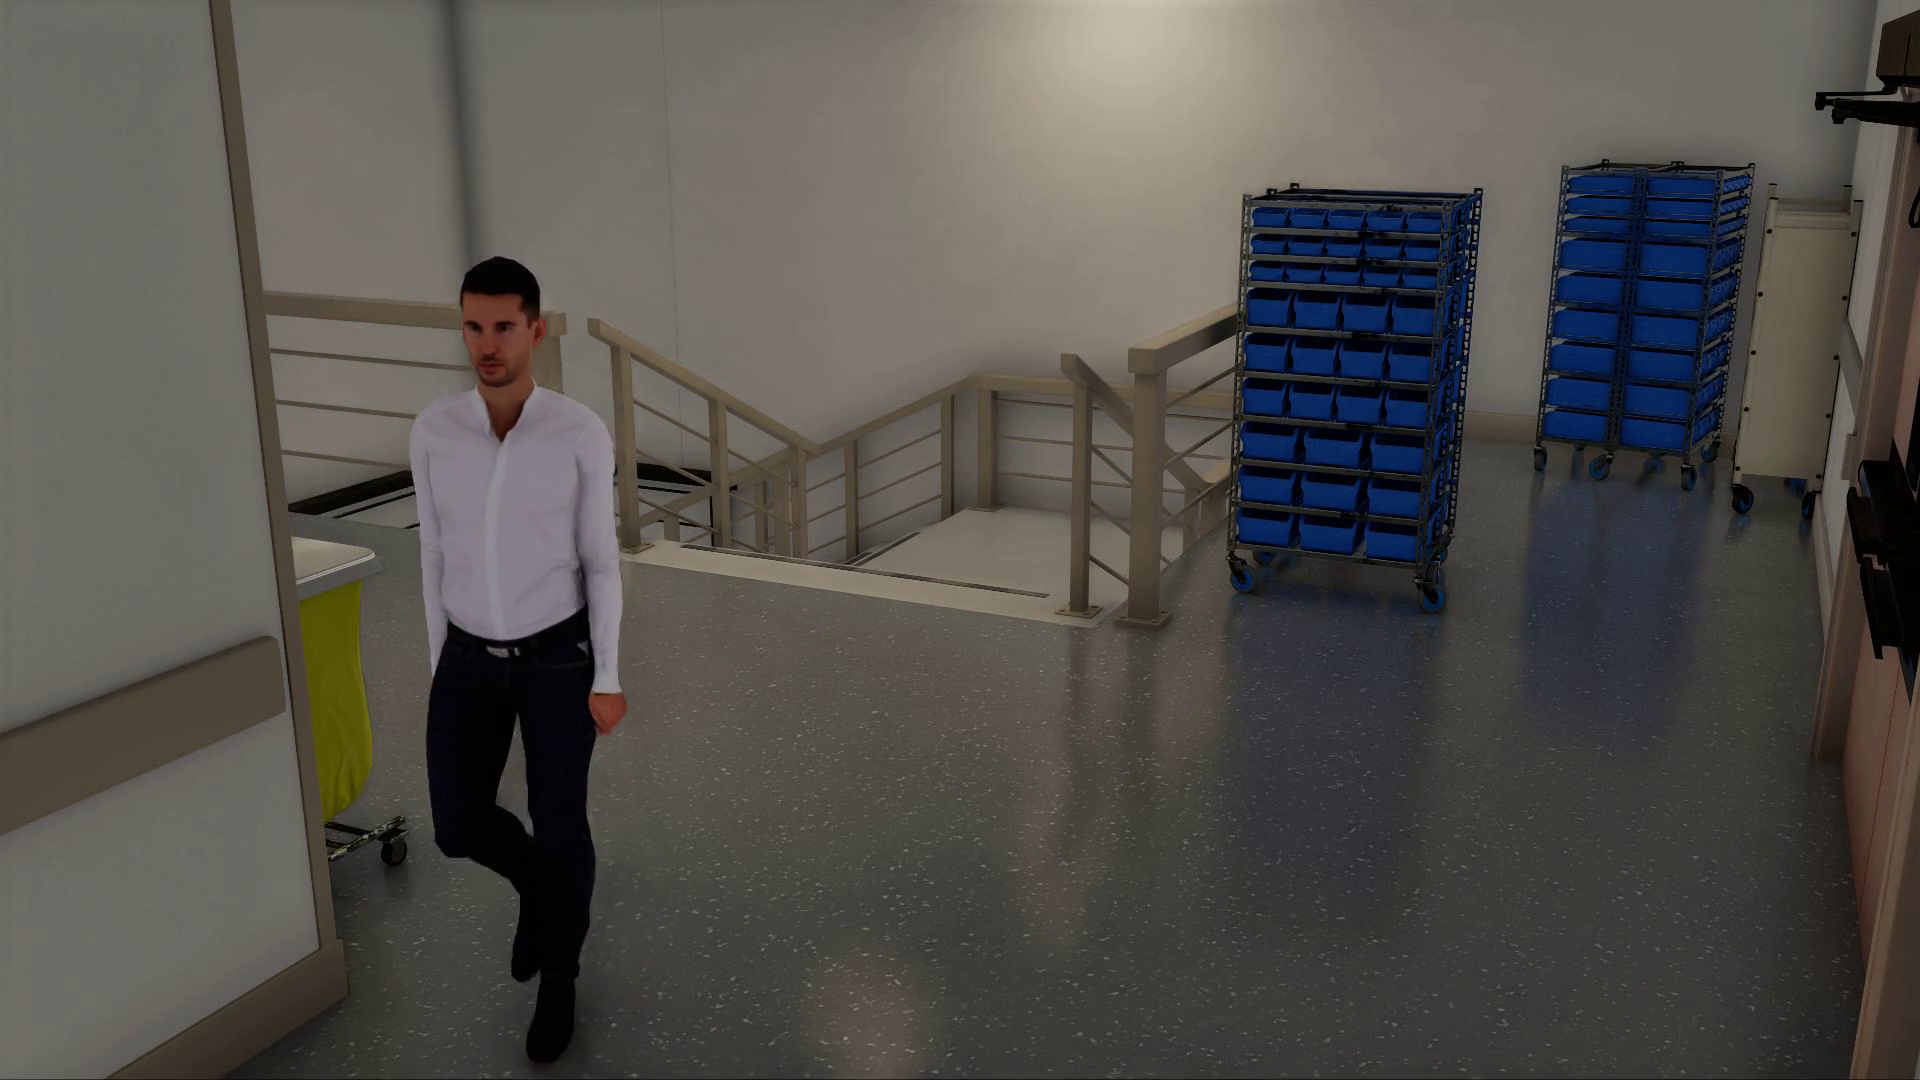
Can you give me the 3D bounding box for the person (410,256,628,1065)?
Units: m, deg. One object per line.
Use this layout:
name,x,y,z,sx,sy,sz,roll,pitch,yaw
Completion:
person,-1.016,0.251,3.950,0.779,1.858,0.880,1,16,3
